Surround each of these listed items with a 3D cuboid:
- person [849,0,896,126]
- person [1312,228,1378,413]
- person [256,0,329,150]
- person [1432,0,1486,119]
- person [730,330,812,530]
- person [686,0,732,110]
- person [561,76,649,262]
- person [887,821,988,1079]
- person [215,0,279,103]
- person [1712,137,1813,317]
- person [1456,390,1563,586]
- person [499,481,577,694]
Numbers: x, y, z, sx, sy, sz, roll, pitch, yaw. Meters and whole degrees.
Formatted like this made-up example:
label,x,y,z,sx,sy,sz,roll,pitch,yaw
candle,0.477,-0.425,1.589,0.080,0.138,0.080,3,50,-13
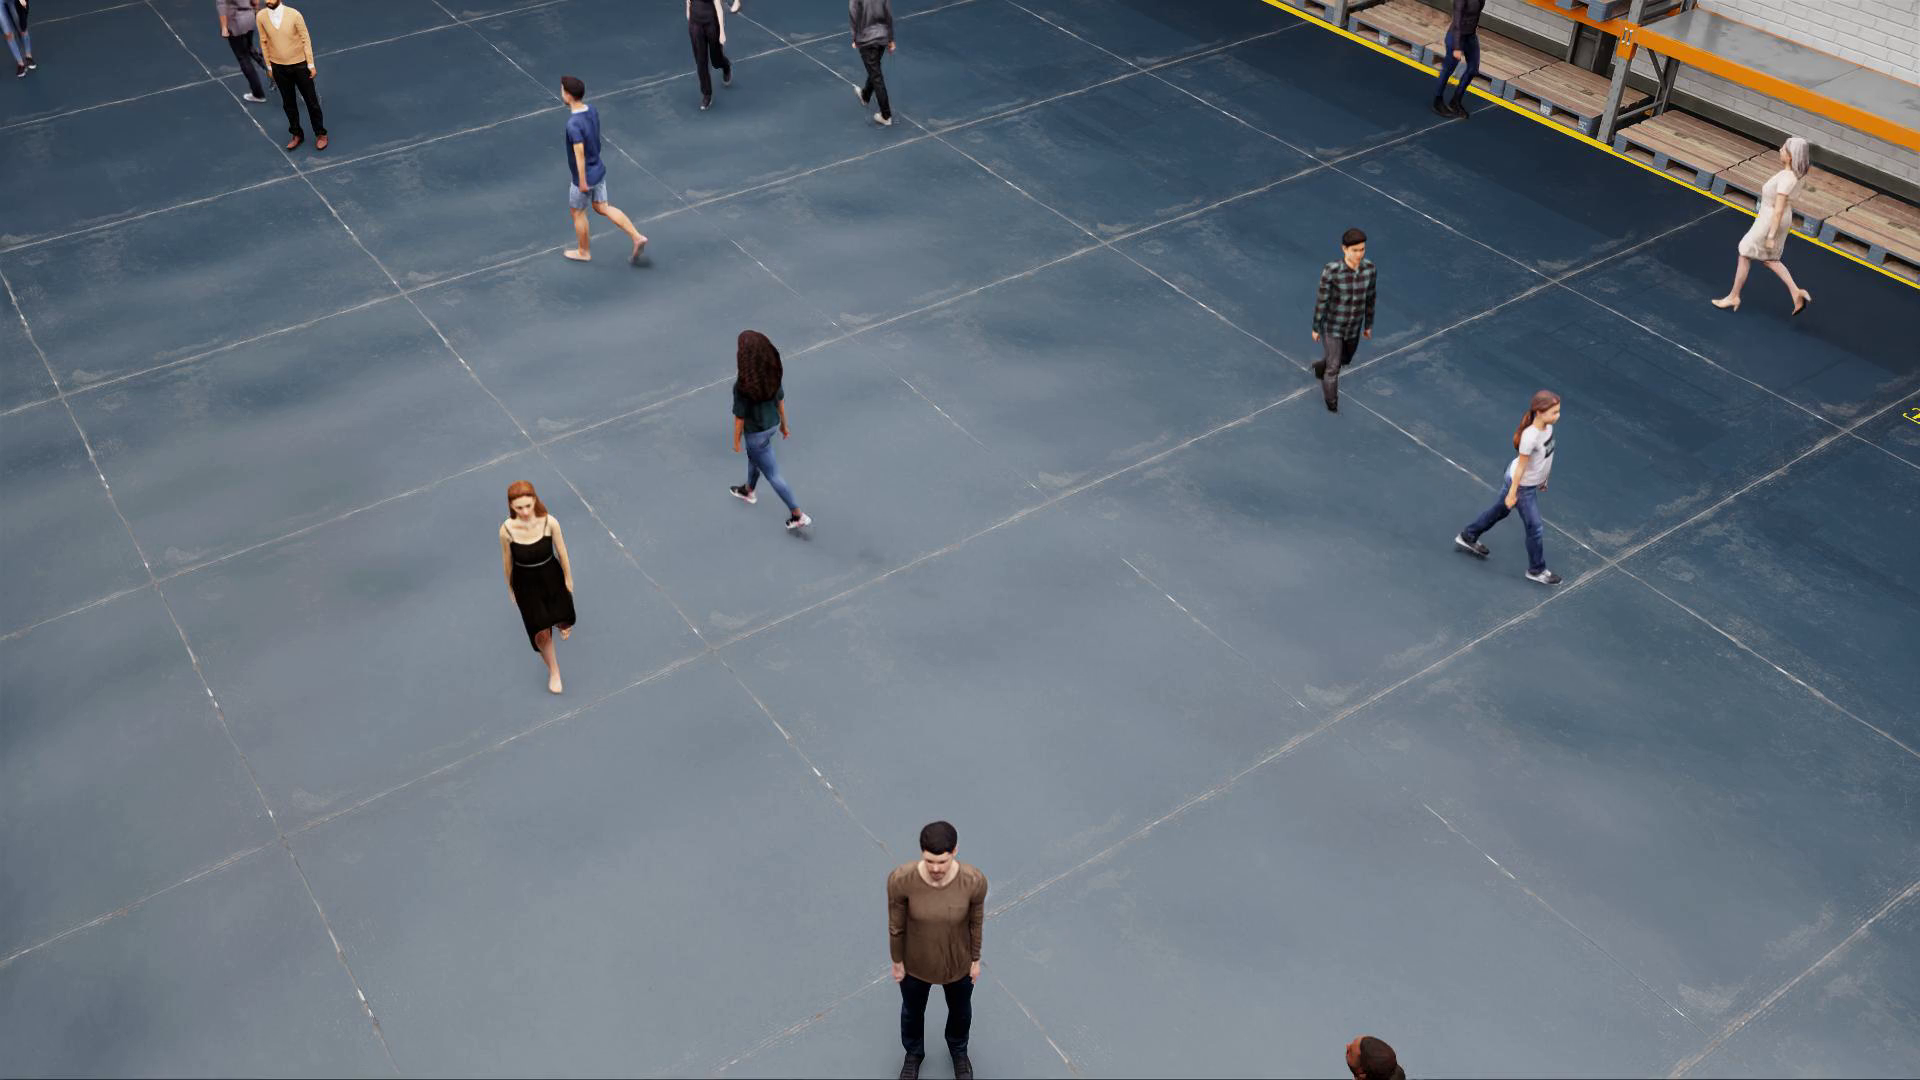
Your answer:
label,x,y,z,sx,sy,sz,roll,pitch,yaw
person,-0.894,-5.315,17.875,0.624,1.719,1.033,-24,44,-27
person,3.129,-1.817,13.731,0.910,1.691,1.116,-9,40,-12
person,-7.000,-4.966,17.410,0.753,1.754,0.763,-2,39,-2
person,5.341,-5.435,18.016,0.669,1.730,0.700,-28,47,-31
person,-1.417,-0.778,12.303,1.156,1.581,0.828,25,45,28
person,-2.770,-5.687,18.338,1.033,1.721,1.093,6,39,8
person,-3.356,-3.378,15.366,1.165,1.823,1.036,11,40,13
person,-0.116,2.102,8.452,0.743,1.889,0.755,-2,39,-3
person,-7.838,-5.697,18.254,0.883,1.841,0.835,11,40,14
person,7.213,-2.695,14.599,1.083,1.713,0.763,27,46,30
person,3.971,-0.430,11.919,1.109,1.518,0.809,23,44,26
person,-2.790,0.237,11.013,0.728,1.606,0.917,-10,40,-13
